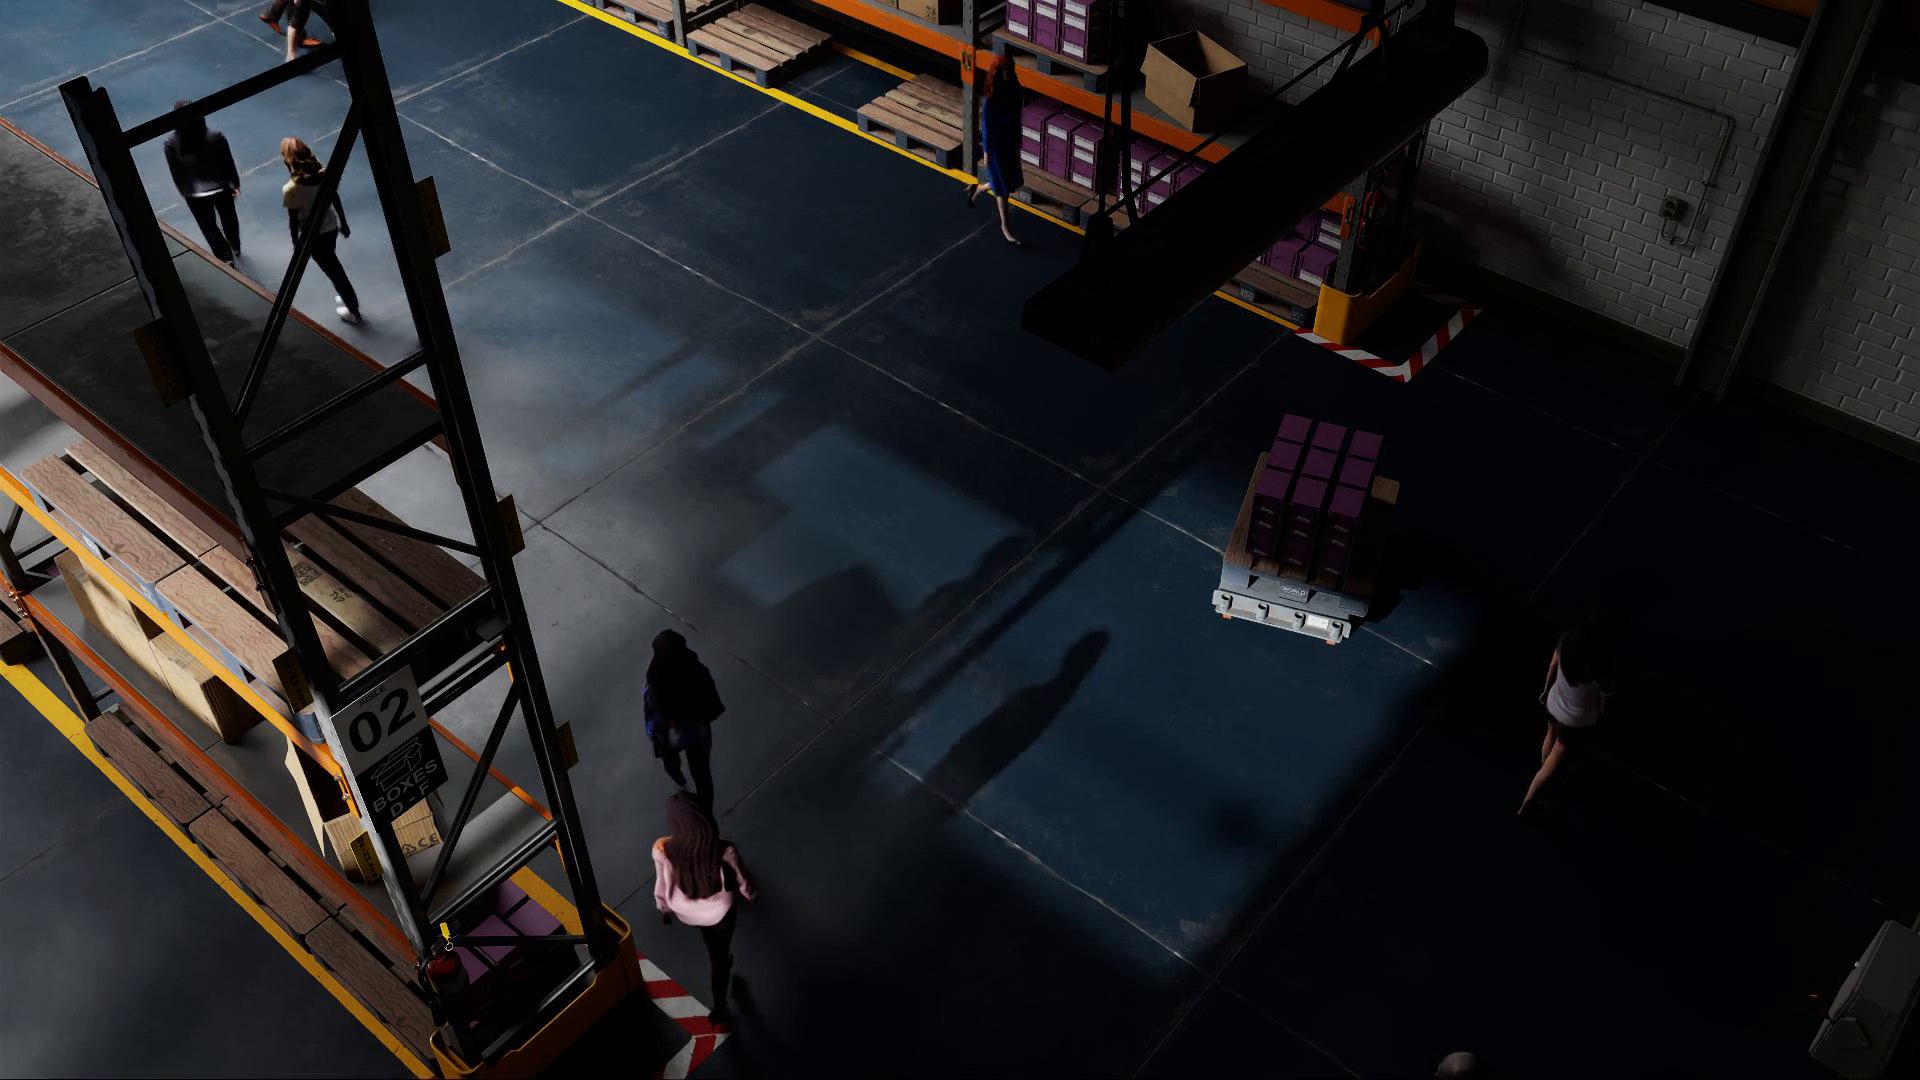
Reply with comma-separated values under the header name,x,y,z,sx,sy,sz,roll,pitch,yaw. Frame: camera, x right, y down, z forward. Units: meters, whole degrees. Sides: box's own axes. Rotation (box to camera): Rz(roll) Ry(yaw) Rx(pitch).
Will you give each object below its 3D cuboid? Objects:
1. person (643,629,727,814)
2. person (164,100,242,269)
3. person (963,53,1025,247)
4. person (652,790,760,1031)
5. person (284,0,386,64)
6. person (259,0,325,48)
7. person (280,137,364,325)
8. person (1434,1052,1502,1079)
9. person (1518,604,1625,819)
name,x,y,z,sx,sy,sz,roll,pitch,yaw
person,-1.607,1.196,9.821,0.891,1.596,1.021,-15,46,-16
person,-6.428,-2.993,14.232,0.860,1.576,1.068,-23,48,-22
person,0.312,-3.432,14.521,0.899,1.814,0.630,33,52,29
person,-1.359,2.046,8.791,0.856,1.787,0.921,3,44,3
person,-6.659,-5.525,16.710,1.189,1.826,1.264,-10,45,-11
person,-7.114,-5.957,17.194,1.036,1.784,0.978,0,44,0
person,-5.155,-2.474,13.590,0.710,1.711,0.682,20,47,20
person,2.377,2.900,7.939,0.808,1.724,0.745,-12,45,-13
person,3.611,1.030,9.919,0.834,1.700,0.821,-18,47,-18
